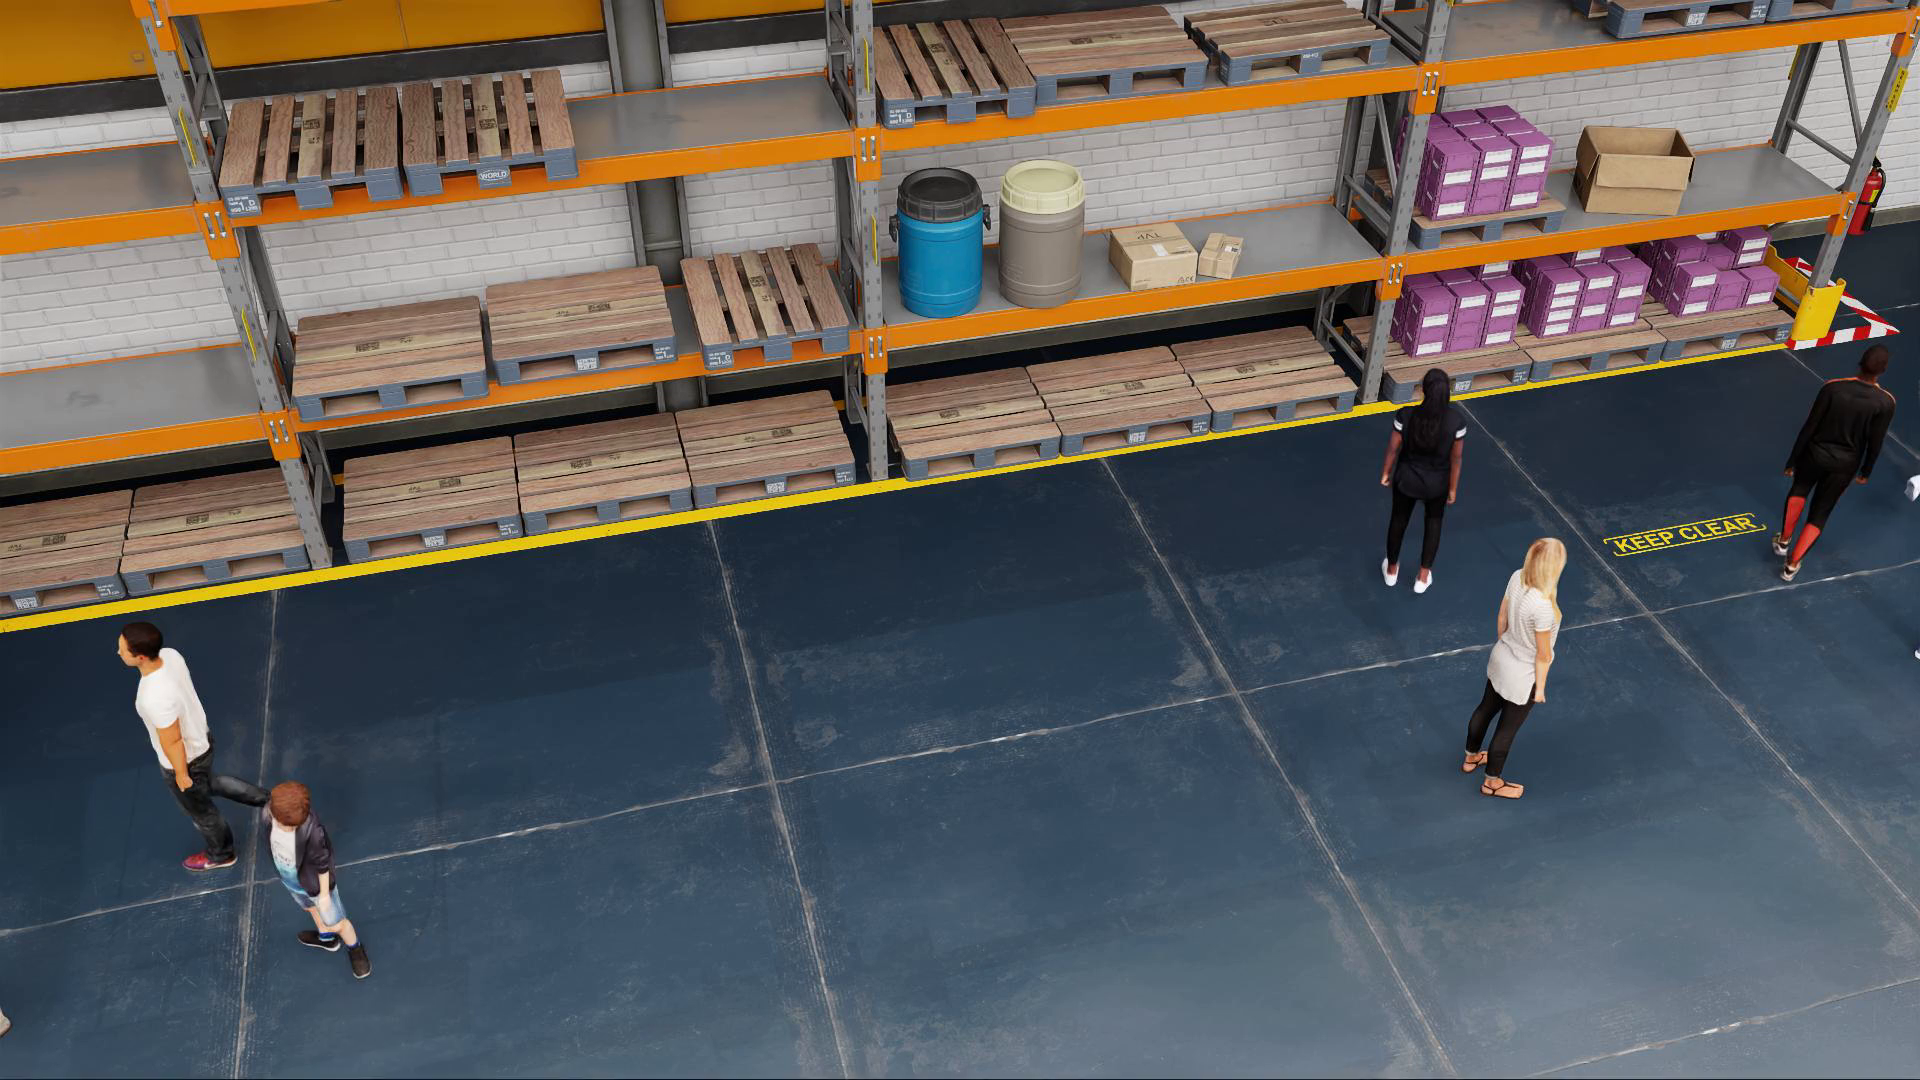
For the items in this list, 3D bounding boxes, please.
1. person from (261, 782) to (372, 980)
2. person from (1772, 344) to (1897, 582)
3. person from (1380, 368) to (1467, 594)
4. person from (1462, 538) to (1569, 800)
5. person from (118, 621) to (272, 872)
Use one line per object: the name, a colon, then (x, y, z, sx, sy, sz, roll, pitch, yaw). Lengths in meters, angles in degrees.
person: (-3.402, 1.697, 8.607, 0.695, 1.427, 0.769, 29, 47, 31)
person: (5.753, -0.474, 11.034, 0.839, 1.793, 0.898, 21, 43, 24)
person: (3.023, -0.357, 10.939, 0.736, 1.729, 0.830, 11, 40, 13)
person: (3.170, 0.729, 9.501, 0.515, 1.826, 0.589, -10, 40, -13)
person: (-4.120, 1.116, 9.048, 0.870, 1.795, 0.642, -10, 40, -12)
